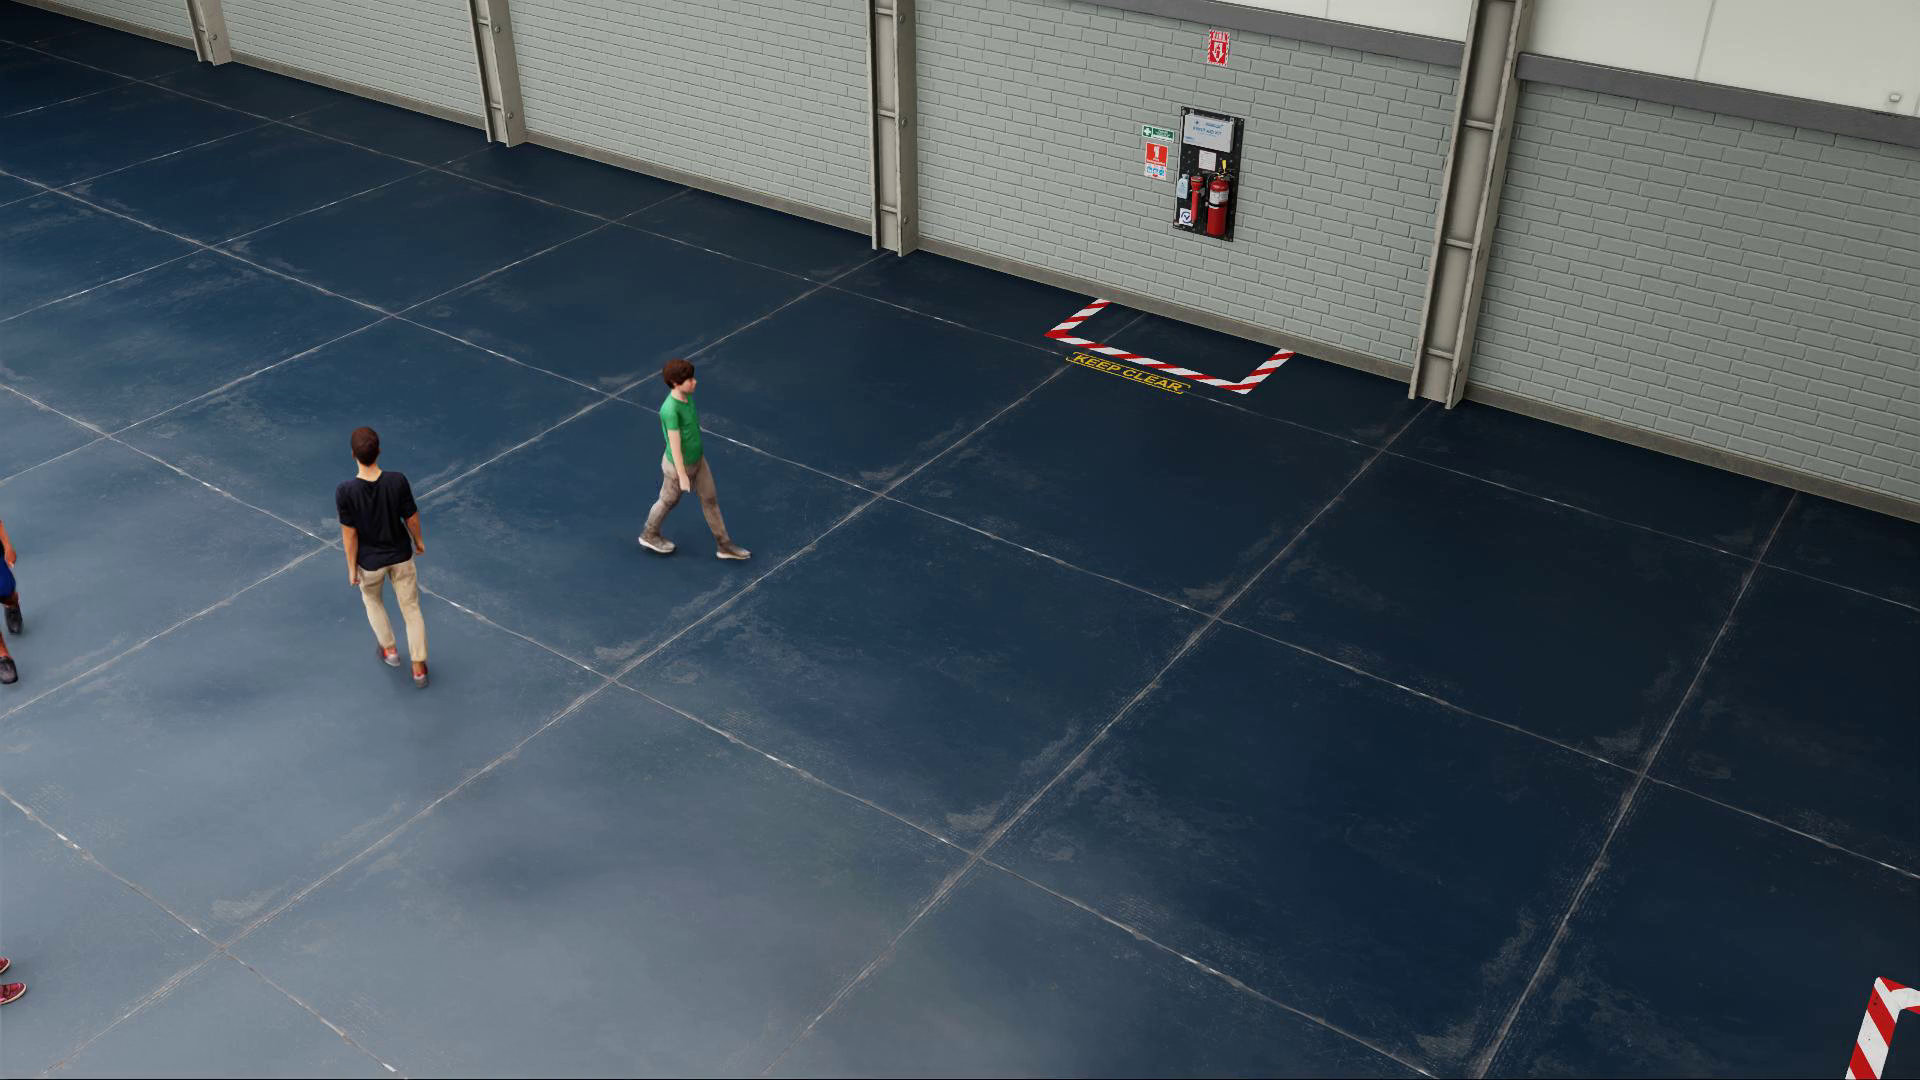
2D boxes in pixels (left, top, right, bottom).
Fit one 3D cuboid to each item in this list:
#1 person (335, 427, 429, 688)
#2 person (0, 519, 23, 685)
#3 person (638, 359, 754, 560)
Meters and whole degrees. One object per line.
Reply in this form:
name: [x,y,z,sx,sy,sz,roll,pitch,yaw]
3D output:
person: [-3.695,0.170,10.768,0.852,1.836,0.929,-16,36,-24]
person: [-6.527,0.054,11.003,0.918,1.780,1.140,-15,35,-23]
person: [-2.100,-0.558,12.134,1.199,1.608,0.844,8,33,13]
